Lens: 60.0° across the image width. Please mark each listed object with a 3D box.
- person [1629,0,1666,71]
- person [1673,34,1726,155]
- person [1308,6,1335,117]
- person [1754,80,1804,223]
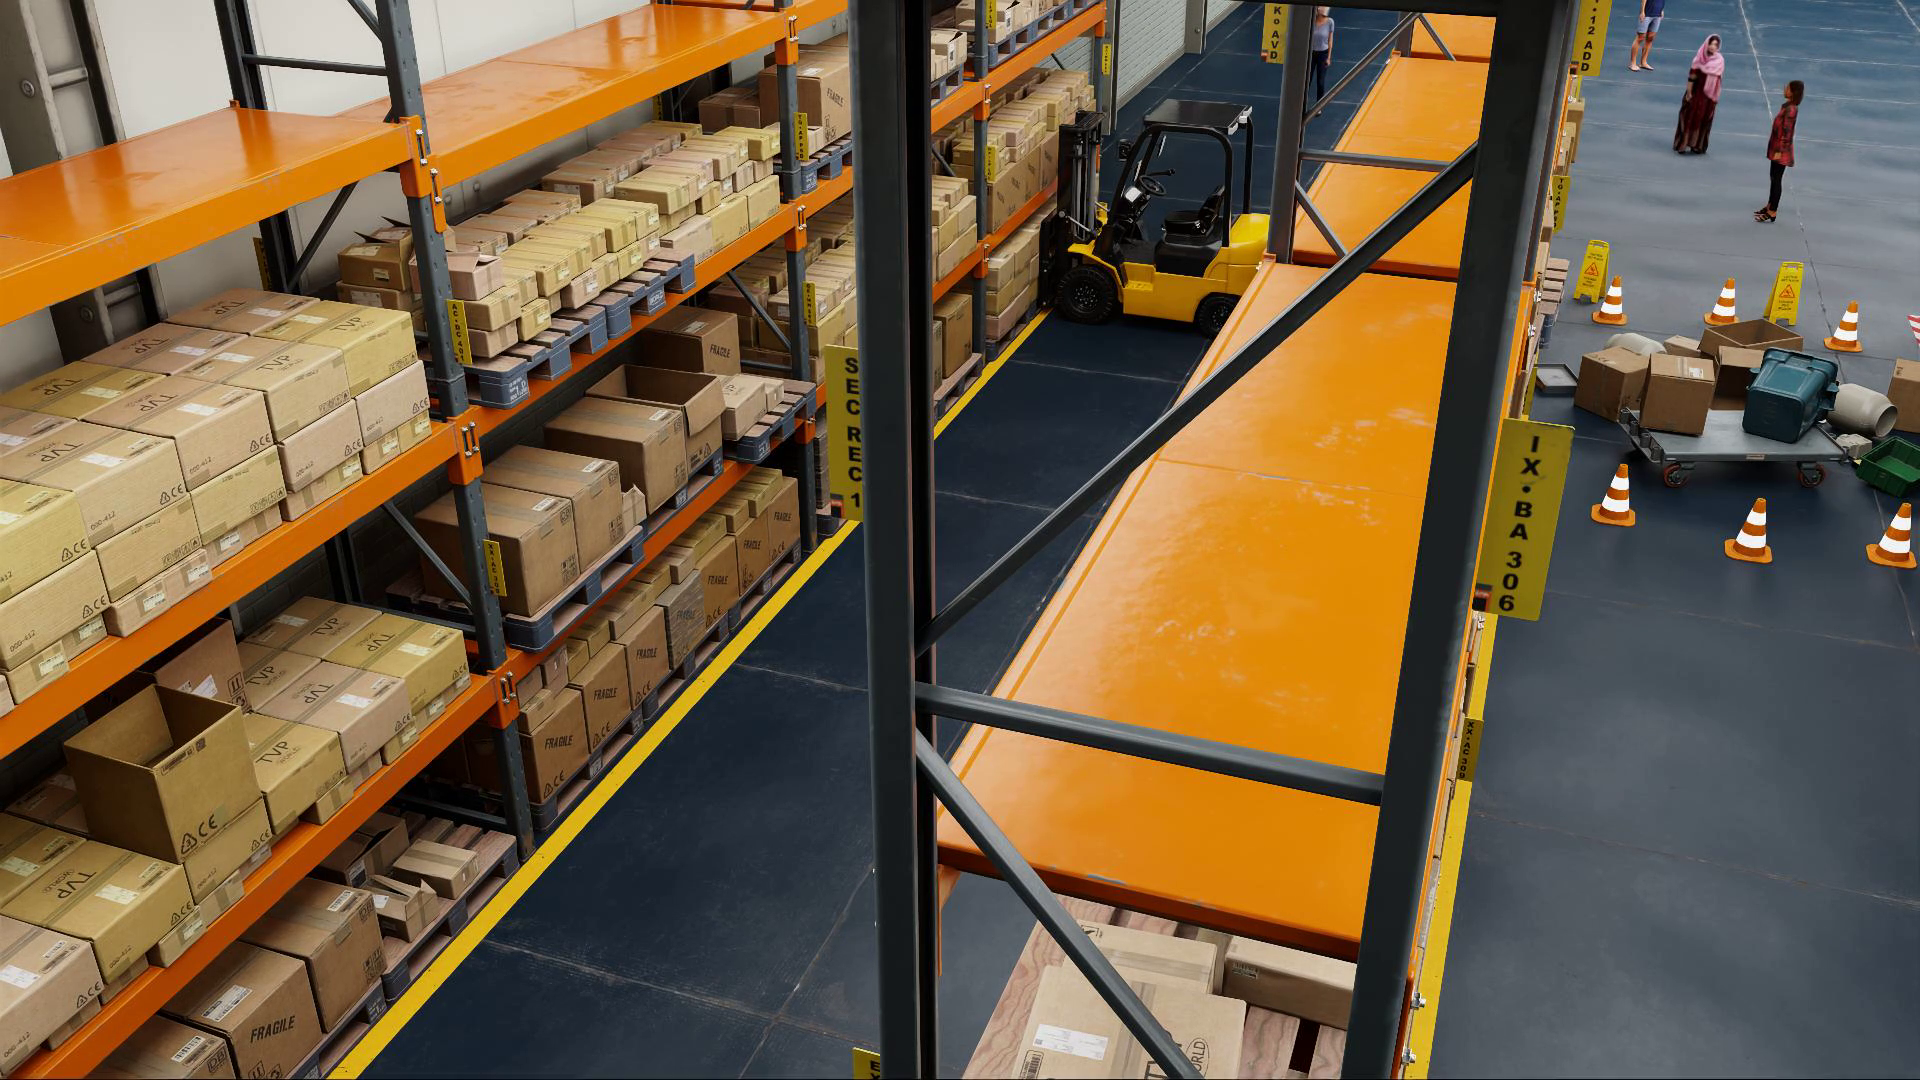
[{"bbox_3d":[11.516,-8.794,27.714,0.707,1.847,0.743,-8,29,-15],"label":"person"},{"bbox_3d":[10.269,-6.172,23.015,0.731,1.637,0.709,1,28,1],"label":"person"},{"bbox_3d":[5.364,-7.264,24.976,0.593,1.720,0.510,11,30,20],"label":"person"},{"bbox_3d":[10.003,-4.747,20.270,0.669,1.702,0.492,11,30,19],"label":"person"}]
